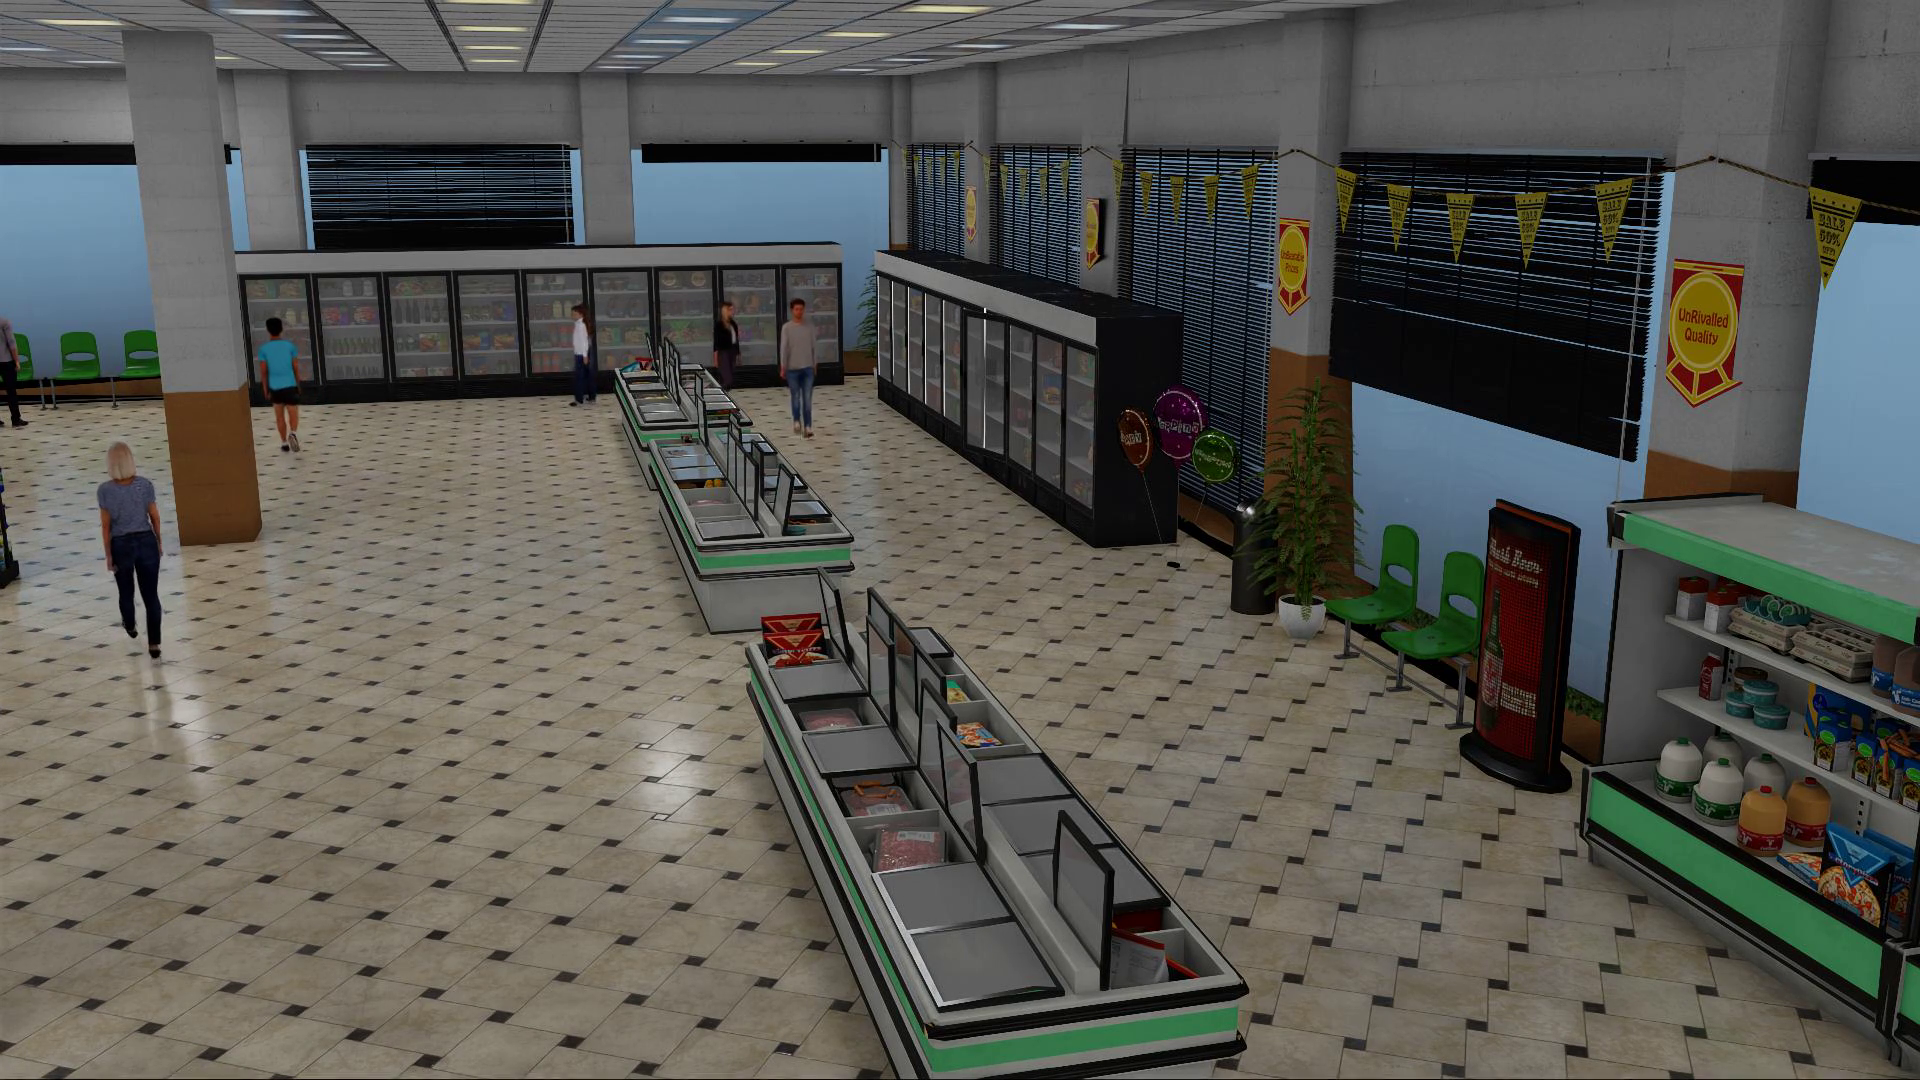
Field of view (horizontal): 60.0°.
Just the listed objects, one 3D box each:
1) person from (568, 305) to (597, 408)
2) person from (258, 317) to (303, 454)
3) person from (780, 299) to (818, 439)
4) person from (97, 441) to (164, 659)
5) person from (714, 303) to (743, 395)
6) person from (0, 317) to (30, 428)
[{"bbox_3d":[-5.696,-2.802,25.274,0.828,1.541,0.598,-1,14,-3],"label":"person"},{"bbox_3d":[-8.630,-1.932,21.230,0.701,1.756,1.042,-6,15,-22],"label":"person"},{"bbox_3d":[-2.203,-2.323,22.649,0.716,1.847,1.215,-3,14,-11],"label":"person"},{"bbox_3d":[-6.411,0.118,12.954,0.811,1.673,1.208,-8,16,-30],"label":"person"},{"bbox_3d":[-3.490,-2.638,24.341,0.804,1.661,0.751,8,16,31],"label":"person"},{"bbox_3d":[-13.550,-2.513,23.441,0.701,1.843,0.591,-1,14,-4],"label":"person"}]
